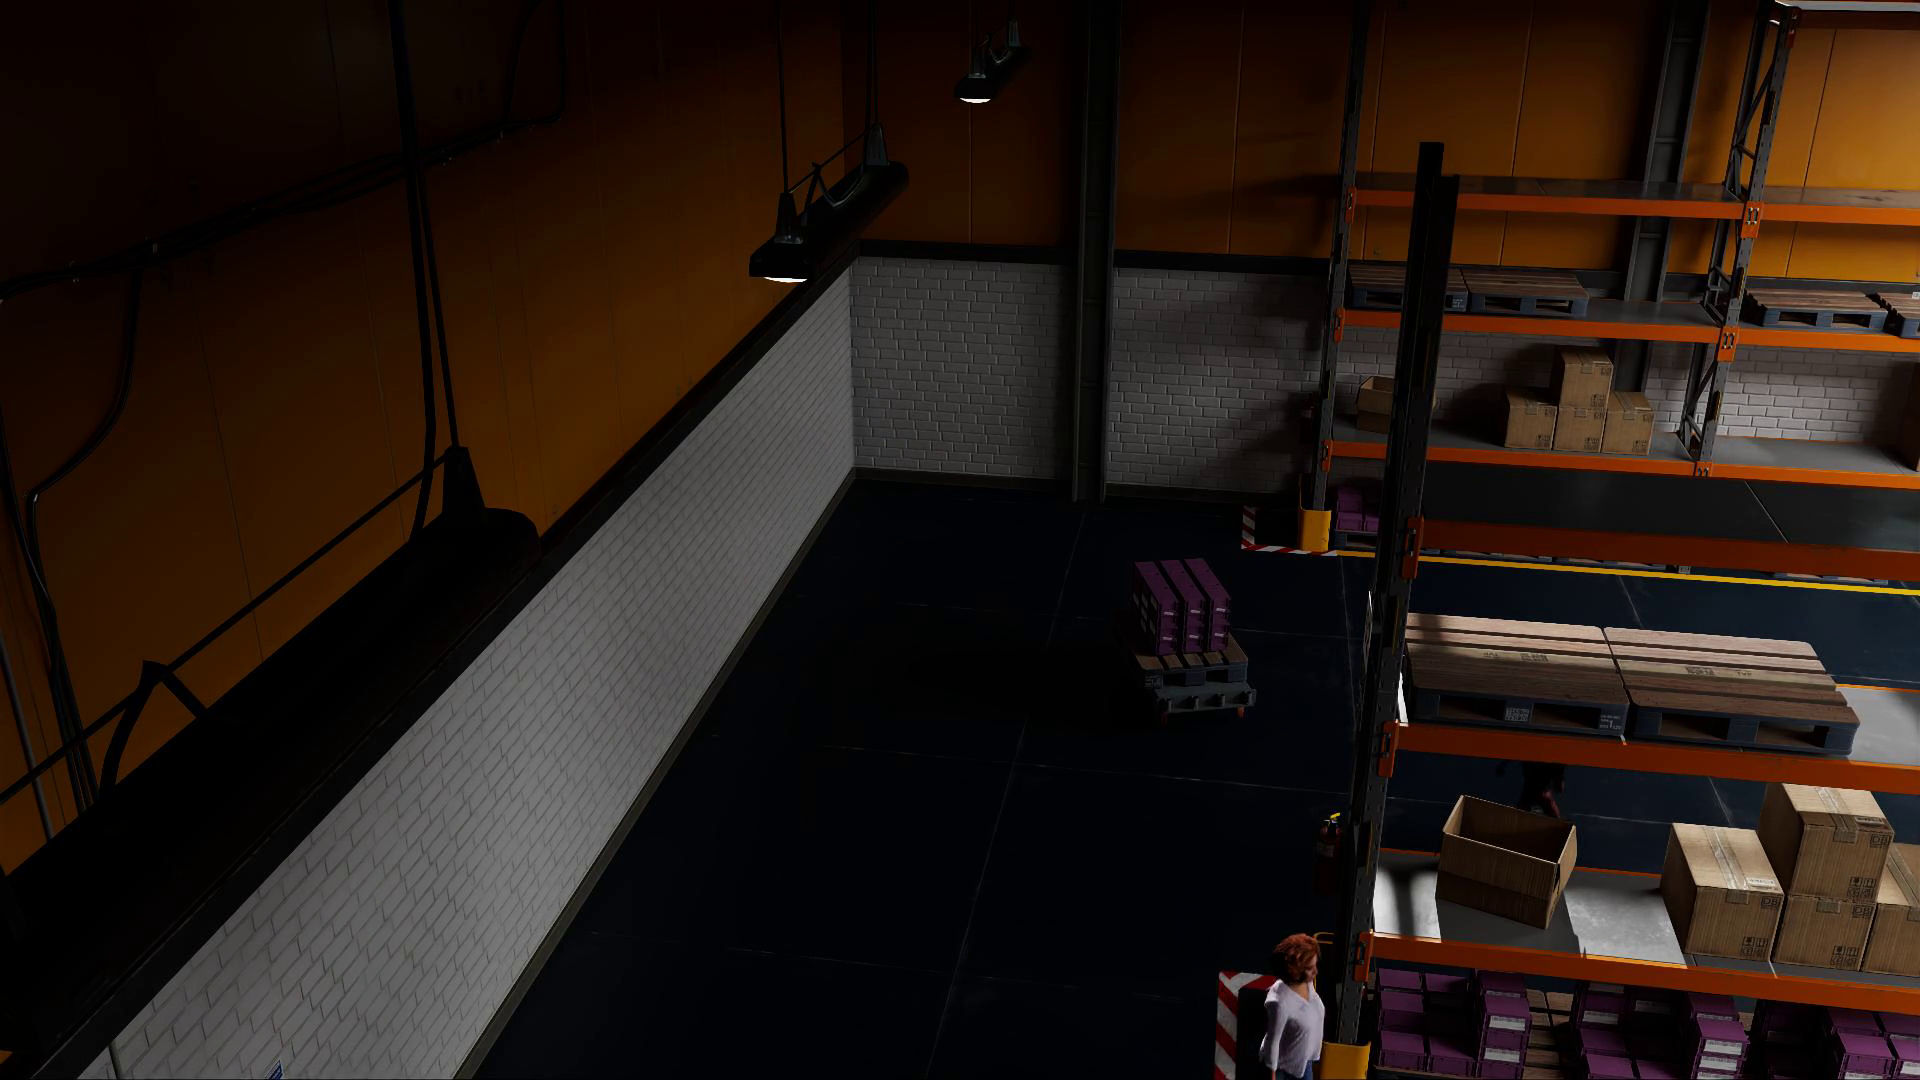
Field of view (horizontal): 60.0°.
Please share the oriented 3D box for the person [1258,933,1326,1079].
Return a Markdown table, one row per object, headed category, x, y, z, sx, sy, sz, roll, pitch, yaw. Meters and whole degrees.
| category | x | y | z | sx | sy | sz | roll | pitch | yaw |
| --- | --- | --- | --- | --- | --- | --- | --- | --- | --- |
| person | 1.868 | 3.086 | 10.049 | 1.184 | 1.679 | 1.013 | 20 | 30 | 38 |
